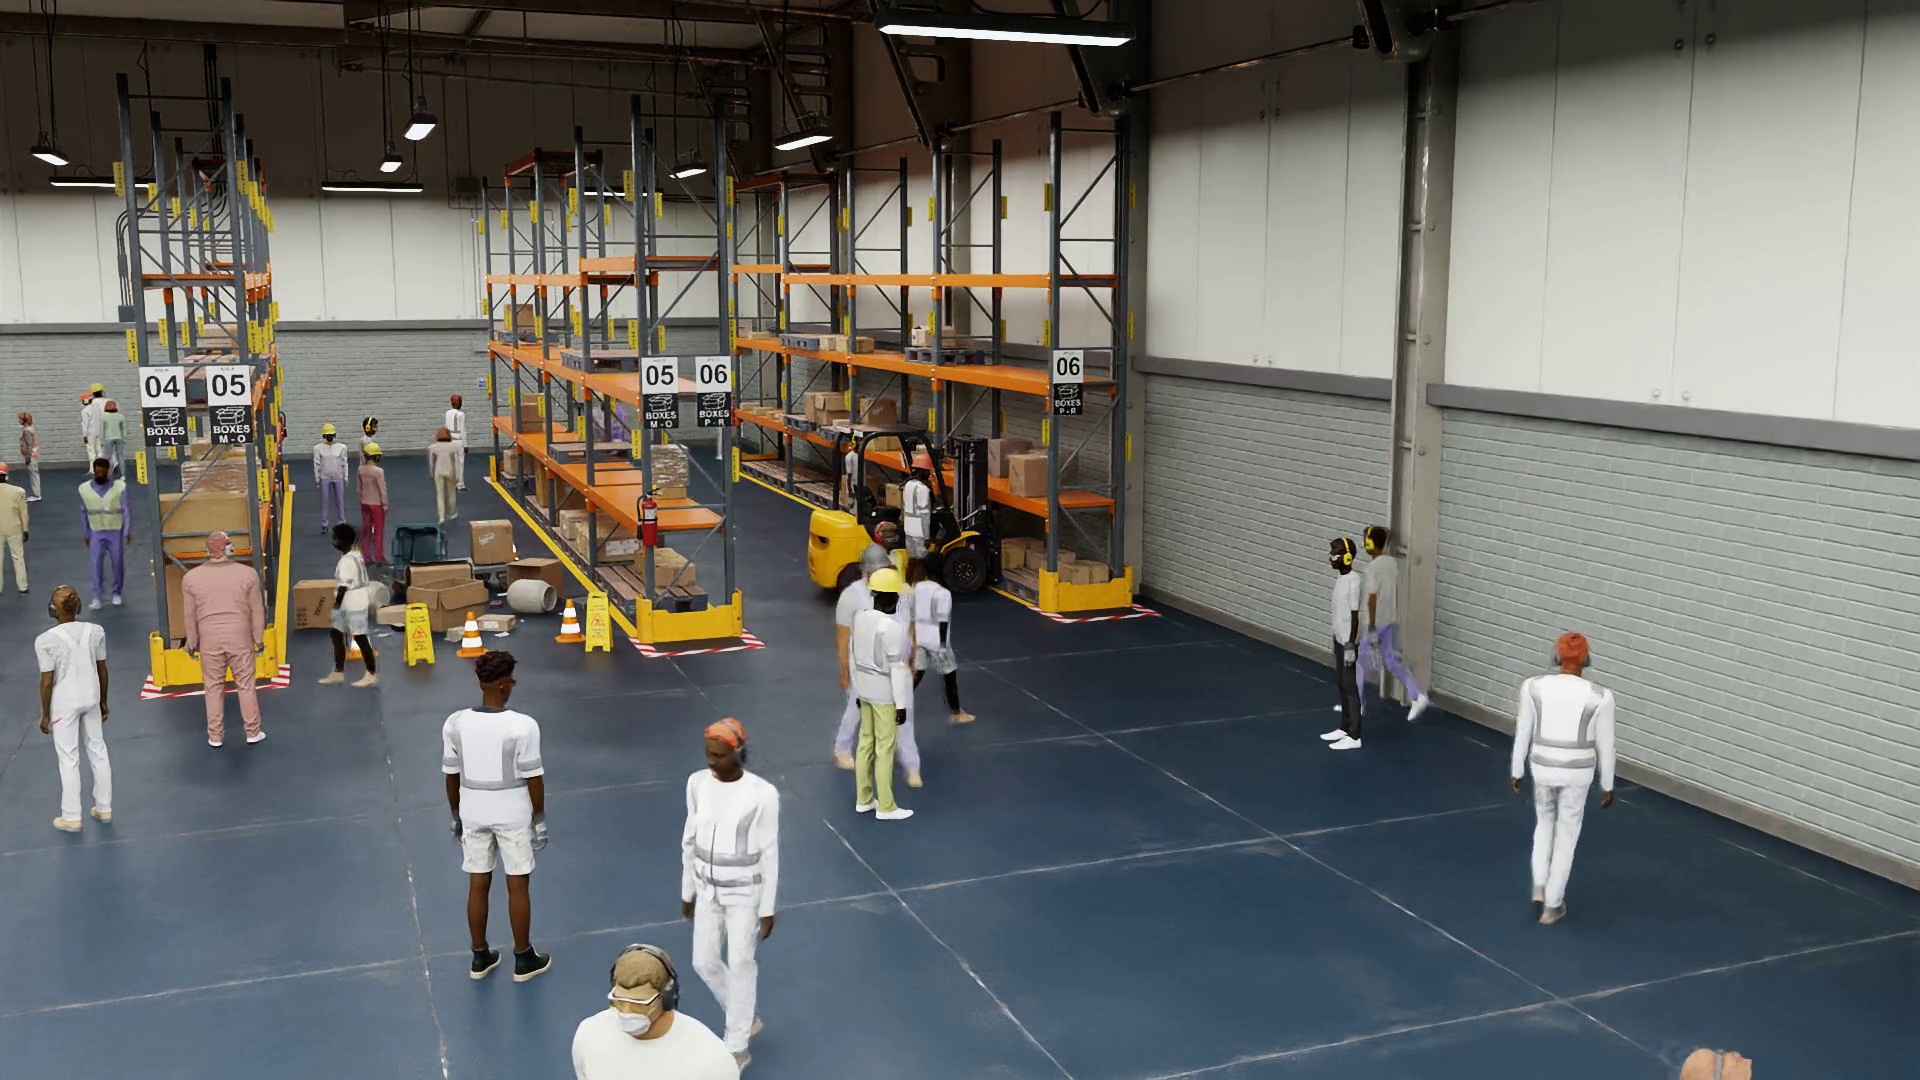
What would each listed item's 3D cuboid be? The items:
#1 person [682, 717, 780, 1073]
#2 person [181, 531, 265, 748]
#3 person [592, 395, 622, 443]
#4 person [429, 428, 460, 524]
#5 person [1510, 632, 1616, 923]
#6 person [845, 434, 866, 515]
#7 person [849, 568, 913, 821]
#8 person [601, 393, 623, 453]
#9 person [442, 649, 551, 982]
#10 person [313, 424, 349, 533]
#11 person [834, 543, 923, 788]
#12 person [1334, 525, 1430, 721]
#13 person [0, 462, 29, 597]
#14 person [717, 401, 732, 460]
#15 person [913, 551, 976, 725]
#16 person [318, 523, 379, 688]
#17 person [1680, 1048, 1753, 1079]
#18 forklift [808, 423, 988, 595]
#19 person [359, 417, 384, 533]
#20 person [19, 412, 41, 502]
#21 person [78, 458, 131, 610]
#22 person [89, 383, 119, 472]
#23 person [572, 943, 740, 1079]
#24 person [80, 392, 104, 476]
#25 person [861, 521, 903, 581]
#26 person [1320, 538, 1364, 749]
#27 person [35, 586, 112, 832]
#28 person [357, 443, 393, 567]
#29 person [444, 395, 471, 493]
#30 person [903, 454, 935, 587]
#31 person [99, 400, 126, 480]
[{"bbox_3d":[-1.188,1.834,8.619,0.589,1.883,0.437,5,10,29],"label":"person"},{"bbox_3d":[-6.443,0.871,14.599,0.643,1.905,0.399,-3,9,-18],"label":"person"},{"bbox_3d":[-7.057,-2.016,33.202,0.606,1.781,0.959,-3,9,-17],"label":"person"},{"bbox_3d":[-8.633,-1.083,27.879,0.503,1.591,0.849,-2,9,-12],"label":"person"},{"bbox_3d":[3.871,1.511,10.668,0.628,1.864,0.501,6,11,33],"label":"person"},{"bbox_3d":[-1.500,-0.665,24.374,0.311,1.869,0.533,3,10,19],"label":"person"},{"bbox_3d":[-0.598,1.167,12.665,0.382,1.923,0.593,-7,12,-39],"label":"person"},{"bbox_3d":[-6.905,-2.063,33.350,0.612,1.818,0.649,2,9,15],"label":"person"},{"bbox_3d":[-2.706,1.609,9.754,0.613,1.962,0.365,2,9,11],"label":"person"},{"bbox_3d":[-10.102,-0.990,26.741,0.530,1.768,0.312,-4,10,-26],"label":"person"},{"bbox_3d":[-0.675,0.950,13.670,0.699,2.000,0.954,-4,10,-23],"label":"person"},{"bbox_3d":[3.952,0.773,15.457,0.526,1.833,0.869,-9,12,-43],"label":"person"},{"bbox_3d":[-12.335,-0.141,21.479,0.563,1.742,0.360,-4,10,-26],"label":"person"},{"bbox_3d":[-5.223,-2.716,37.227,0.521,1.894,0.680,-2,9,-13],"label":"person"},{"bbox_3d":[-0.274,0.914,15.109,0.860,1.658,0.539,-8,12,-40],"label":"person"},{"bbox_3d":[-6.166,0.670,16.565,0.686,1.671,0.541,-4,10,-23],"label":"person"},{"bbox_3d":[2.516,2.466,5.507,0.847,1.598,0.544,5,10,28],"label":"person"},{"bbox_3d":[-0.830,-0.399,21.676,2.313,2.155,1.214,-4,10,-21],"label":"forklift"},{"bbox_3d":[-9.501,-1.048,26.801,0.333,1.865,0.520,-3,9,-17],"label":"person"},{"bbox_3d":[-17.052,-1.524,30.492,0.315,1.640,0.514,-4,10,-24],"label":"person"},{"bbox_3d":[-10.600,-0.073,20.638,0.591,1.872,0.890,-3,10,-19],"label":"person"},{"bbox_3d":[-18.130,-2.385,35.156,0.944,1.881,0.583,4,10,24],"label":"person"},{"bbox_3d":[-1.036,2.278,5.668,0.631,1.932,0.363,4,10,24],"label":"person"},{"bbox_3d":[-18.014,-2.204,34.456,0.350,1.743,0.563,1,9,4],"label":"person"},{"bbox_3d":[-0.735,0.730,15.663,0.390,1.846,0.564,5,10,30],"label":"person"},{"bbox_3d":[3.368,0.899,14.571,0.327,1.861,0.510,0,9,-3],"label":"person"},{"bbox_3d":[-6.607,1.248,12.405,0.345,1.846,0.508,6,11,34],"label":"person"},{"bbox_3d":[-8.324,-0.498,23.646,0.534,1.767,0.319,5,10,29],"label":"person"},{"bbox_3d":[-9.573,-1.826,31.658,0.575,1.880,0.358,7,11,38],"label":"person"},{"bbox_3d":[-0.496,-0.099,20.628,0.385,1.927,0.545,-4,10,-26],"label":"person"},{"bbox_3d":[-17.104,-2.007,33.596,0.505,1.624,0.293,-8,12,-43],"label":"person"}]
